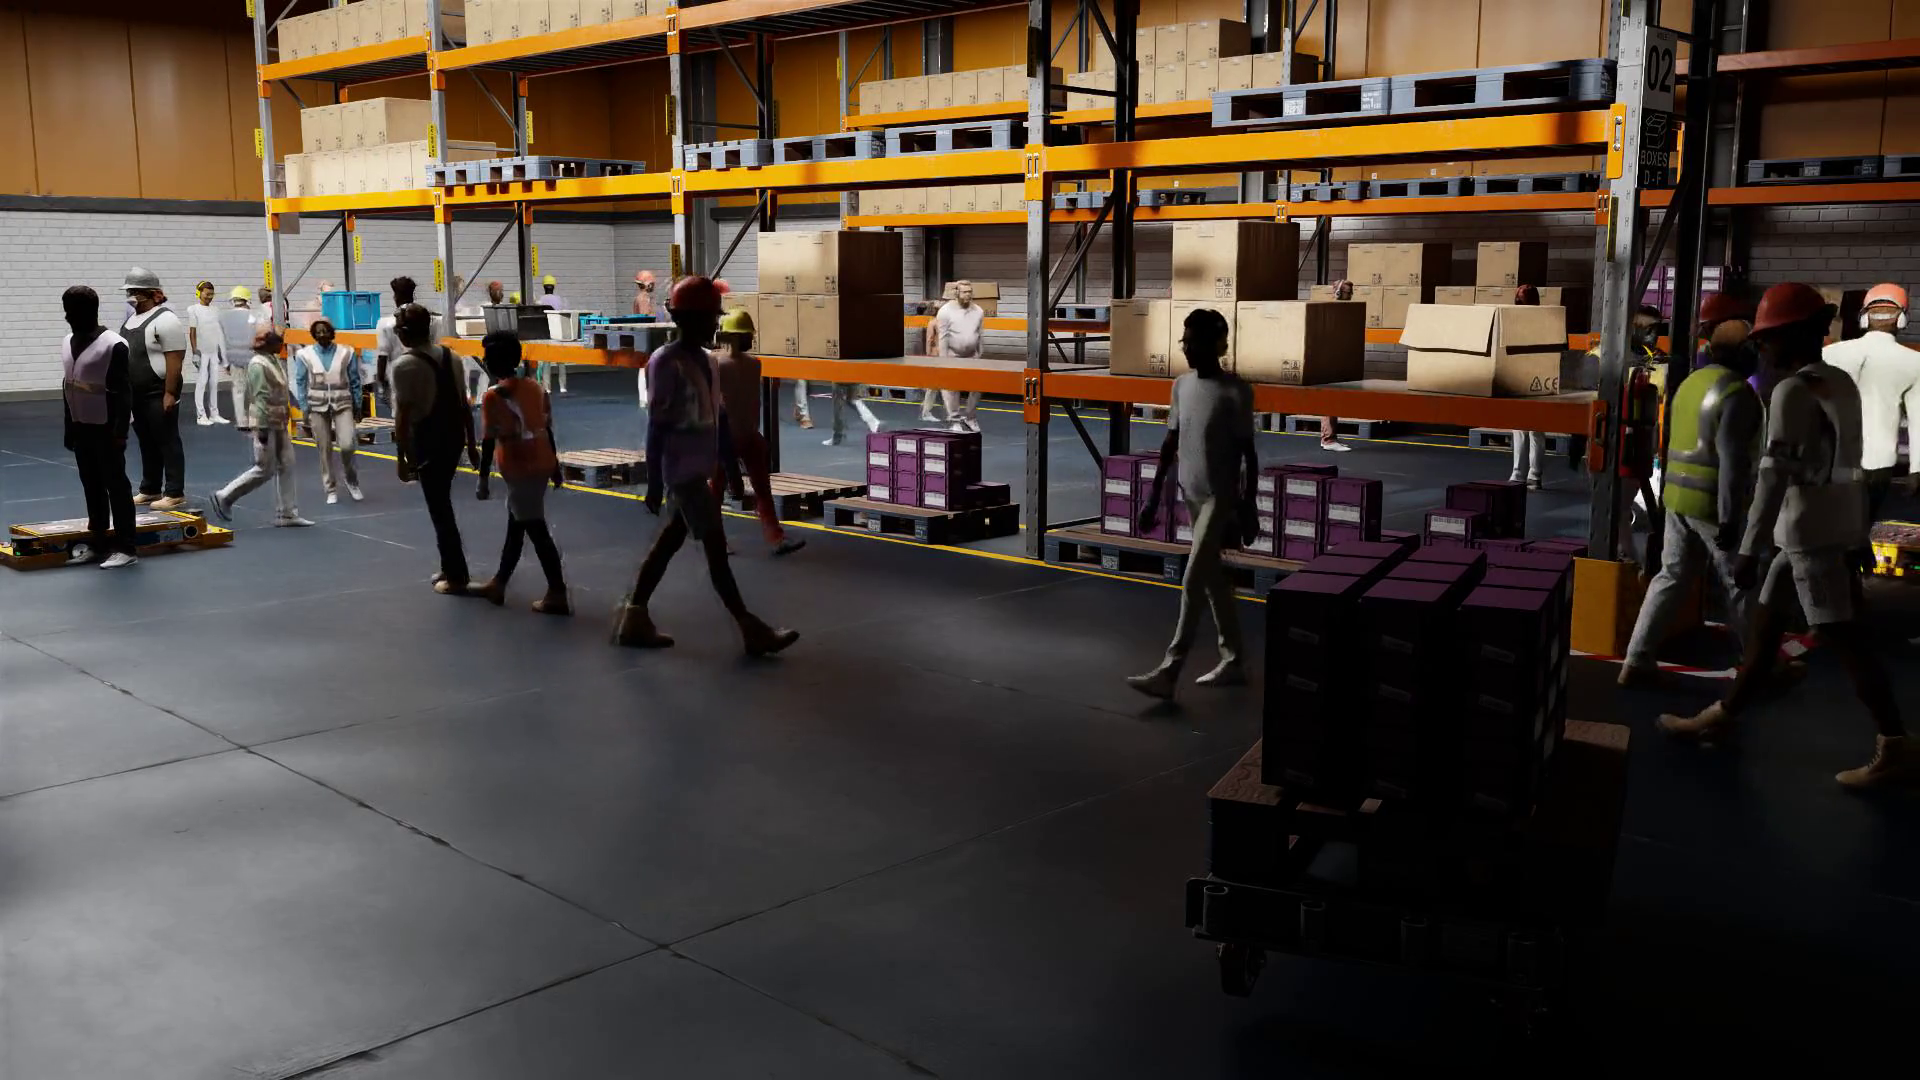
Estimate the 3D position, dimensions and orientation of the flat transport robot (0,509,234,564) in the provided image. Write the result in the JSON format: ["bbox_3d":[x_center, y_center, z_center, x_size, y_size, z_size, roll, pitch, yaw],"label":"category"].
[{"bbox_3d":[-6.031,-0.036,11.842,0.652,0.197,1.431,9,13,44],"label":"flat transport robot"}]

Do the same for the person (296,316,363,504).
[{"bbox_3d":[-5.394,-1.104,14.264,0.519,1.623,0.418,-3,10,-18],"label":"person"}]

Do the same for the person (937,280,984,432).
[{"bbox_3d":[0.025,-2.224,20.333,0.650,1.891,0.487,-4,10,-24],"label":"person"}]

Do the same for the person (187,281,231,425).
[{"bbox_3d":[-9.772,-2.426,21.629,0.328,1.865,0.520,3,10,20],"label":"person"}]

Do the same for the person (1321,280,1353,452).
[{"bbox_3d":[4.220,-1.940,18.540,0.406,1.902,0.636,2,9,10],"label":"person"}]

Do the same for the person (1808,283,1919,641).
[{"bbox_3d":[4.982,-0.429,9.150,0.922,1.933,0.624,-7,12,-38],"label":"person"}]

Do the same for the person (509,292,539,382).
[{"bbox_3d":[-5.393,-2.138,20.249,0.869,1.721,0.553,5,10,26],"label":"person"}]

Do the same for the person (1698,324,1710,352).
[{"bbox_3d":[7.049,-1.325,15.645,0.503,1.620,0.384,-8,12,-41],"label":"person"}]

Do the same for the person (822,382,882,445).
[{"bbox_3d":[-1.257,-1.925,18.962,0.641,1.726,0.494,5,11,28],"label":"person"}]

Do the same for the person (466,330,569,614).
[{"bbox_3d":[-2.655,-0.397,9.771,0.809,1.655,0.550,3,10,16],"label":"person"}]

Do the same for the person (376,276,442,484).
[{"bbox_3d":[-5.172,-1.494,15.624,0.633,1.954,0.418,-8,12,-40],"label":"person"}]

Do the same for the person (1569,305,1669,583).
[{"bbox_3d":[4.269,-0.573,10.499,0.648,1.787,0.952,-2,10,-14],"label":"person"}]

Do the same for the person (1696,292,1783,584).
[{"bbox_3d":[4.865,-0.594,10.352,0.572,1.897,0.950,-1,9,-9],"label":"person"}]

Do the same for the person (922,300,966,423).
[{"bbox_3d":[-0.177,-2.328,21.837,0.801,1.604,0.517,3,10,20],"label":"person"}]

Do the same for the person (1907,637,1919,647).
[{"bbox_3d":[5.474,-0.214,8.908,0.787,1.573,0.498,-4,10,-25],"label":"person"}]

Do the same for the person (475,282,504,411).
[{"bbox_3d":[-6.521,-2.729,23.587,0.975,1.830,0.608,4,10,21],"label":"person"}]

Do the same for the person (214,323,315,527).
[{"bbox_3d":[-5.446,-0.882,12.952,0.645,1.606,0.526,0,9,-1],"label":"person"}]

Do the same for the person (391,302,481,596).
[{"bbox_3d":[-3.269,-0.558,10.325,0.600,1.812,0.534,5,11,29],"label":"person"}]

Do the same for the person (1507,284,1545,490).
[{"bbox_3d":[5.146,-1.376,15.128,0.573,1.885,0.357,-6,11,-35],"label":"person"}]

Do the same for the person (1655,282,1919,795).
[{"bbox_3d":[3.372,-0.023,6.595,1.086,1.973,0.665,9,13,42],"label":"person"}]

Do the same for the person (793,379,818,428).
[{"bbox_3d":[-2.030,-2.405,21.339,0.637,1.921,0.804,-4,10,-22],"label":"person"}]

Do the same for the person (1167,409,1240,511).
[{"bbox_3d":[2.024,-1.169,13.863,0.977,1.883,0.552,7,12,37],"label":"person"}]

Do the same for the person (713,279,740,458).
[{"bbox_3d":[-2.477,-1.787,17.571,0.802,1.904,0.571,7,12,37],"label":"person"}]

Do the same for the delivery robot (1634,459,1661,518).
[{"bbox_3d":[5.313,-0.380,12.800,0.707,0.478,0.477,1,9,8],"label":"delivery robot"}]

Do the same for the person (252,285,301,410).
[{"bbox_3d":[-9.112,-2.497,22.229,0.693,1.831,0.637,8,12,41],"label":"person"}]

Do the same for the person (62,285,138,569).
[{"bbox_3d":[-5.841,-0.762,11.277,0.587,1.913,0.391,4,10,25],"label":"person"}]

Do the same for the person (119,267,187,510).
[{"bbox_3d":[-6.855,-1.273,14.015,0.674,2.000,0.535,7,11,35],"label":"person"}]

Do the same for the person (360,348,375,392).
[{"bbox_3d":[-7.601,-2.233,20.988,0.436,1.676,0.582,-2,10,-14],"label":"person"}]

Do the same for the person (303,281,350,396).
[{"bbox_3d":[-8.349,-2.483,22.015,0.833,1.858,0.703,4,10,24],"label":"person"}]

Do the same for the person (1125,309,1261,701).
[{"bbox_3d":[1.072,-0.161,7.845,0.897,1.832,0.519,-5,11,-29],"label":"person"}]

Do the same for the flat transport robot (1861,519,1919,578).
[{"bbox_3d":[6.424,0.049,11.325,0.652,0.197,1.431,9,13,44],"label":"flat transport robot"}]

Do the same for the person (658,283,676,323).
[{"bbox_3d":[-3.375,-2.212,20.124,0.543,1.927,0.375,-3,10,-17],"label":"person"}]

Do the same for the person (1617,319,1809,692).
[{"bbox_3d":[3.613,-0.151,7.933,0.898,1.787,0.655,-1,9,-5],"label":"person"}]

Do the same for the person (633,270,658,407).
[{"bbox_3d":[-4.608,-2.954,24.456,0.371,1.996,0.622,-2,9,-11],"label":"person"}]

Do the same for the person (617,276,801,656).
[{"bbox_3d":[-1.374,-0.381,8.726,1.070,1.984,0.634,2,10,13],"label":"person"}]

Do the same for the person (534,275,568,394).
[{"bbox_3d":[-6.638,-3.331,26.991,0.594,1.922,0.386,-4,10,-23],"label":"person"}]

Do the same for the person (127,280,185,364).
[{"bbox_3d":[-10.609,-2.503,22.031,0.667,1.887,0.583,-1,9,-6],"label":"person"}]

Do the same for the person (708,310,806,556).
[{"bbox_3d":[-1.485,-0.723,11.563,0.878,1.722,0.549,7,12,38],"label":"person"}]

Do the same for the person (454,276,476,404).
[{"bbox_3d":[-7.534,-2.973,24.796,0.646,1.926,0.642,1,9,7],"label":"person"}]

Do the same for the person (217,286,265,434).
[{"bbox_3d":[-8.778,-2.217,20.507,0.620,1.805,0.625,0,9,1],"label":"person"}]
